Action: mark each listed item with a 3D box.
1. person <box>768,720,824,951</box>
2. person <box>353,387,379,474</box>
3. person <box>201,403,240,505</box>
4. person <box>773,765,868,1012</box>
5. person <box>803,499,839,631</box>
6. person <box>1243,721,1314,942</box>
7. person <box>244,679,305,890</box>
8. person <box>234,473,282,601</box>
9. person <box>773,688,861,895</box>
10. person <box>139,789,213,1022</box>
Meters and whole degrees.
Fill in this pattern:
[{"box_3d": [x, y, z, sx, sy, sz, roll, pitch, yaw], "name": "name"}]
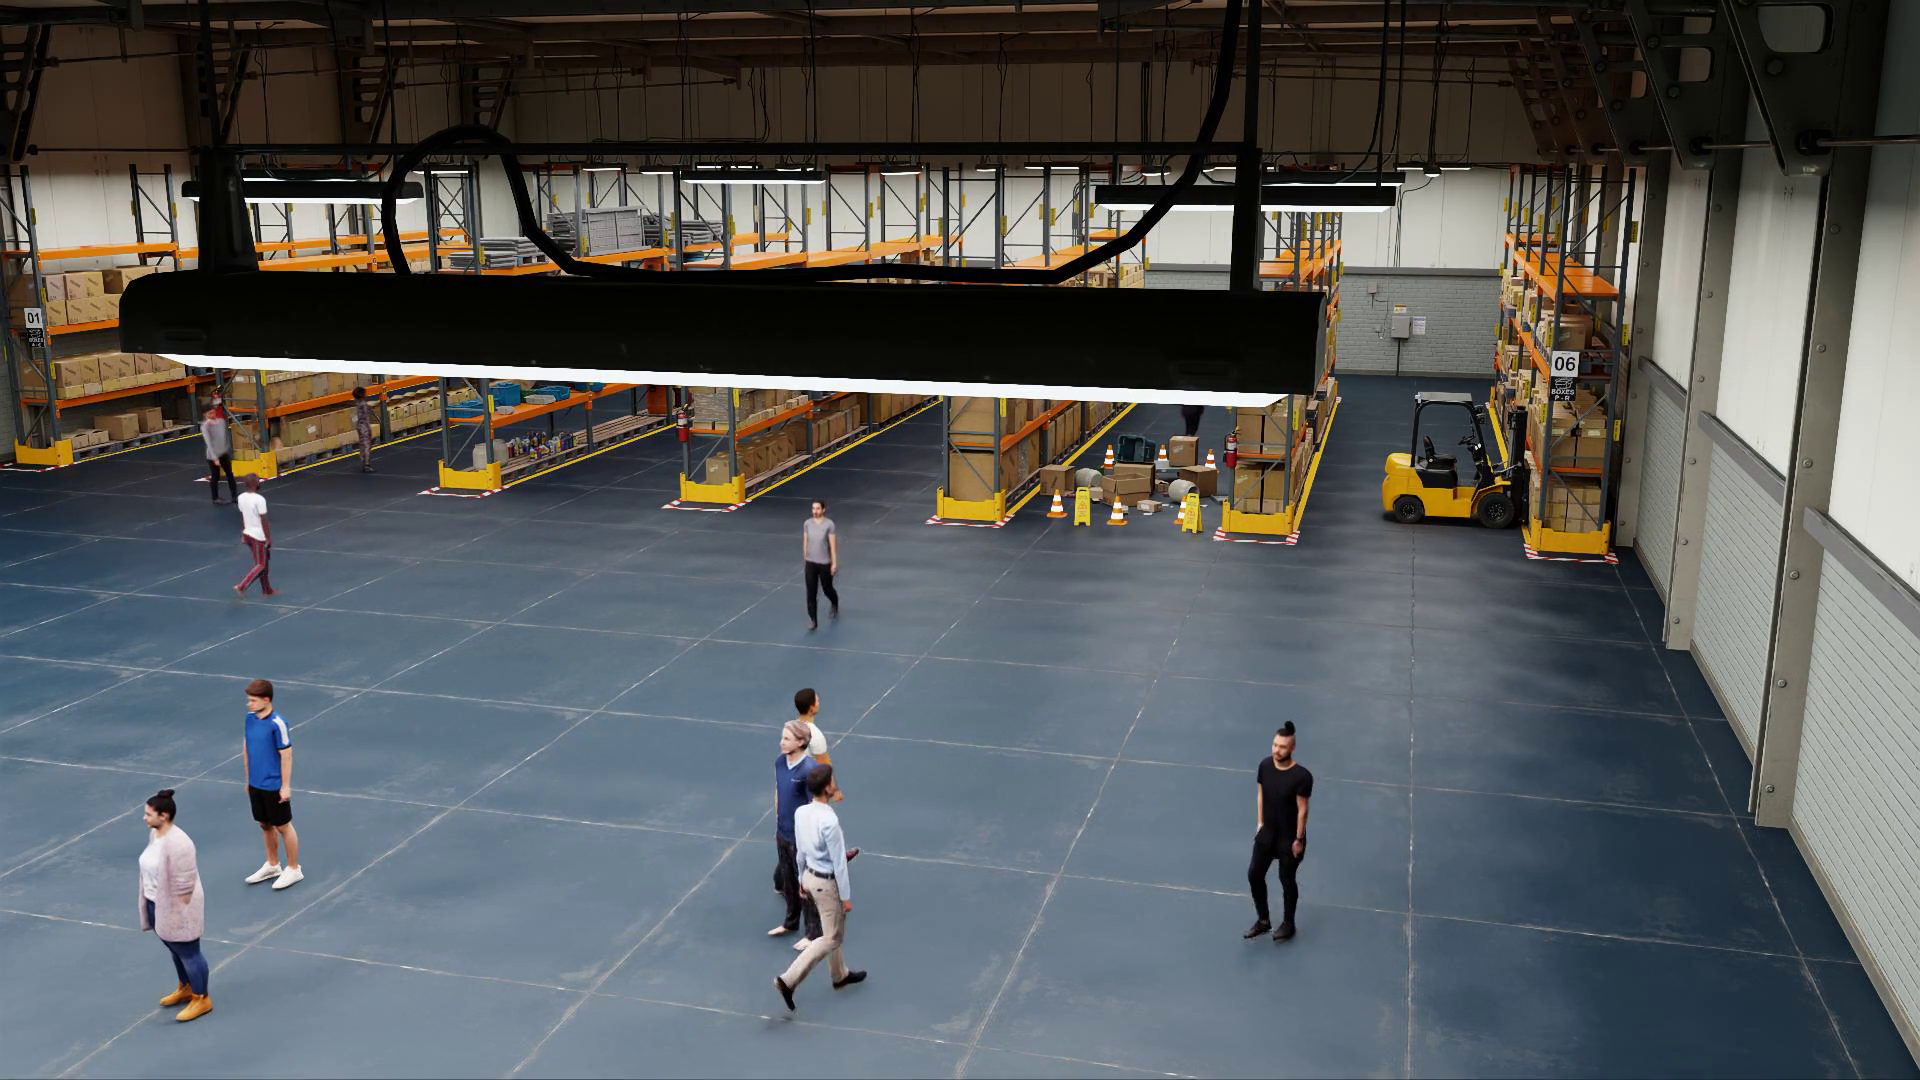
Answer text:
[{"box_3d": [-1.293, 2.323, 13.261, 0.755, 1.871, 0.745, -11, 17, -40], "name": "person"}, {"box_3d": [-11.870, -2.201, 33.146, 0.690, 1.714, 0.656, -11, 17, -39], "name": "person"}, {"box_3d": [-13.377, -1.541, 29.932, 1.004, 1.879, 0.990, 4, 14, 17], "name": "person"}, {"box_3d": [-1.049, 2.581, 12.260, 1.208, 1.819, 1.057, -11, 17, -39], "name": "person"}, {"box_3d": [-1.862, 0.302, 22.294, 0.638, 1.733, 1.008, 3, 13, 13], "name": "person"}, {"box_3d": [2.630, 2.317, 13.338, 0.908, 1.849, 0.860, -12, 17, -41], "name": "person"}, {"box_3d": [-5.946, 2.073, 14.353, 0.699, 1.865, 0.651, 7, 15, 27], "name": "person"}, {"box_3d": [-10.002, -0.011, 23.472, 0.844, 1.812, 1.118, 7, 15, 29], "name": "person"}, {"box_3d": [-1.370, 2.173, 14.157, 1.180, 1.760, 1.114, -8, 15, -30], "name": "person"}, {"box_3d": [-5.732, 2.643, 12.164, 0.807, 1.743, 0.794, -12, 18, -43], "name": "person"}]
